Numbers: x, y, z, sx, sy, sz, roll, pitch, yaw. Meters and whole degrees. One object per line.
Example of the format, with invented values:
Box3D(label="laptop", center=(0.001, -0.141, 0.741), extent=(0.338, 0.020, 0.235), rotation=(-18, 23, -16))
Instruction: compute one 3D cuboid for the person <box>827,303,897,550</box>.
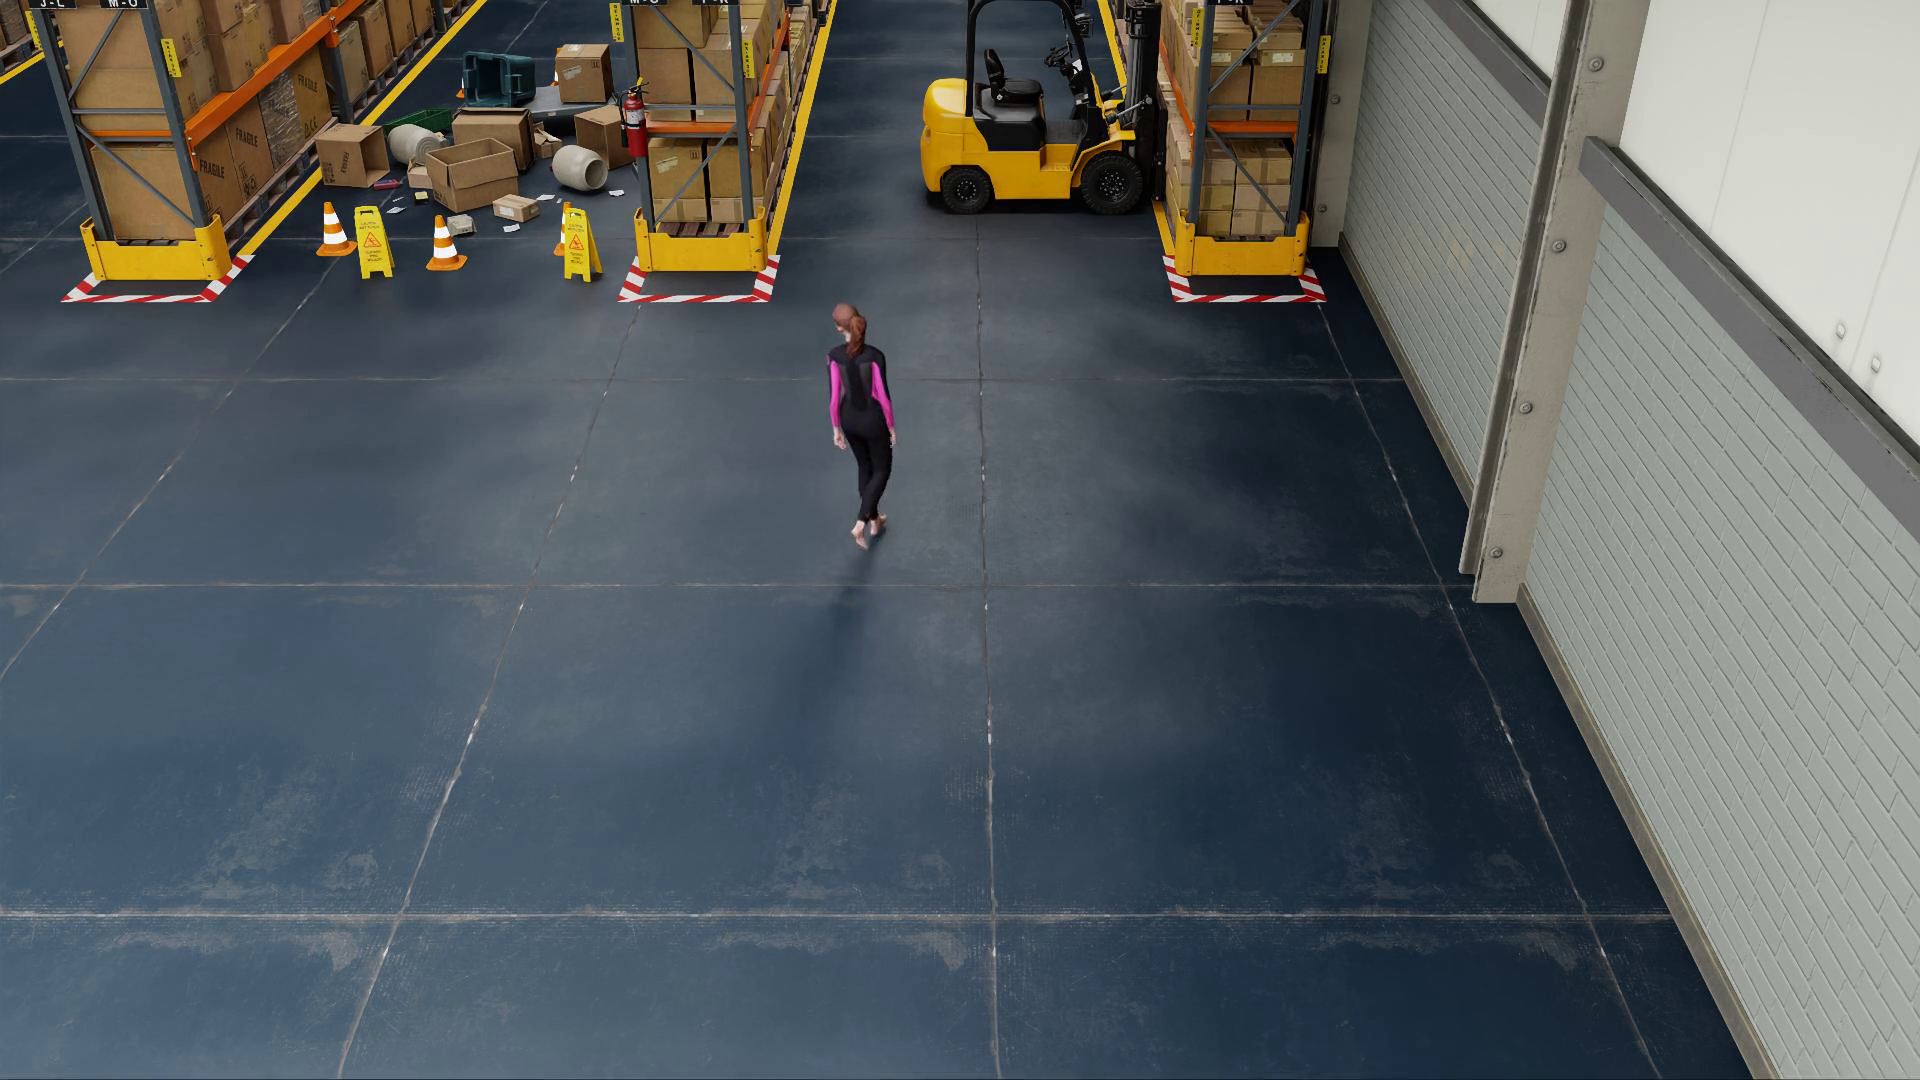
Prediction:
Box3D(label="person", center=(-0.661, -0.693, 10.894), extent=(0.746, 1.716, 0.983), rotation=(10, 34, 15))
